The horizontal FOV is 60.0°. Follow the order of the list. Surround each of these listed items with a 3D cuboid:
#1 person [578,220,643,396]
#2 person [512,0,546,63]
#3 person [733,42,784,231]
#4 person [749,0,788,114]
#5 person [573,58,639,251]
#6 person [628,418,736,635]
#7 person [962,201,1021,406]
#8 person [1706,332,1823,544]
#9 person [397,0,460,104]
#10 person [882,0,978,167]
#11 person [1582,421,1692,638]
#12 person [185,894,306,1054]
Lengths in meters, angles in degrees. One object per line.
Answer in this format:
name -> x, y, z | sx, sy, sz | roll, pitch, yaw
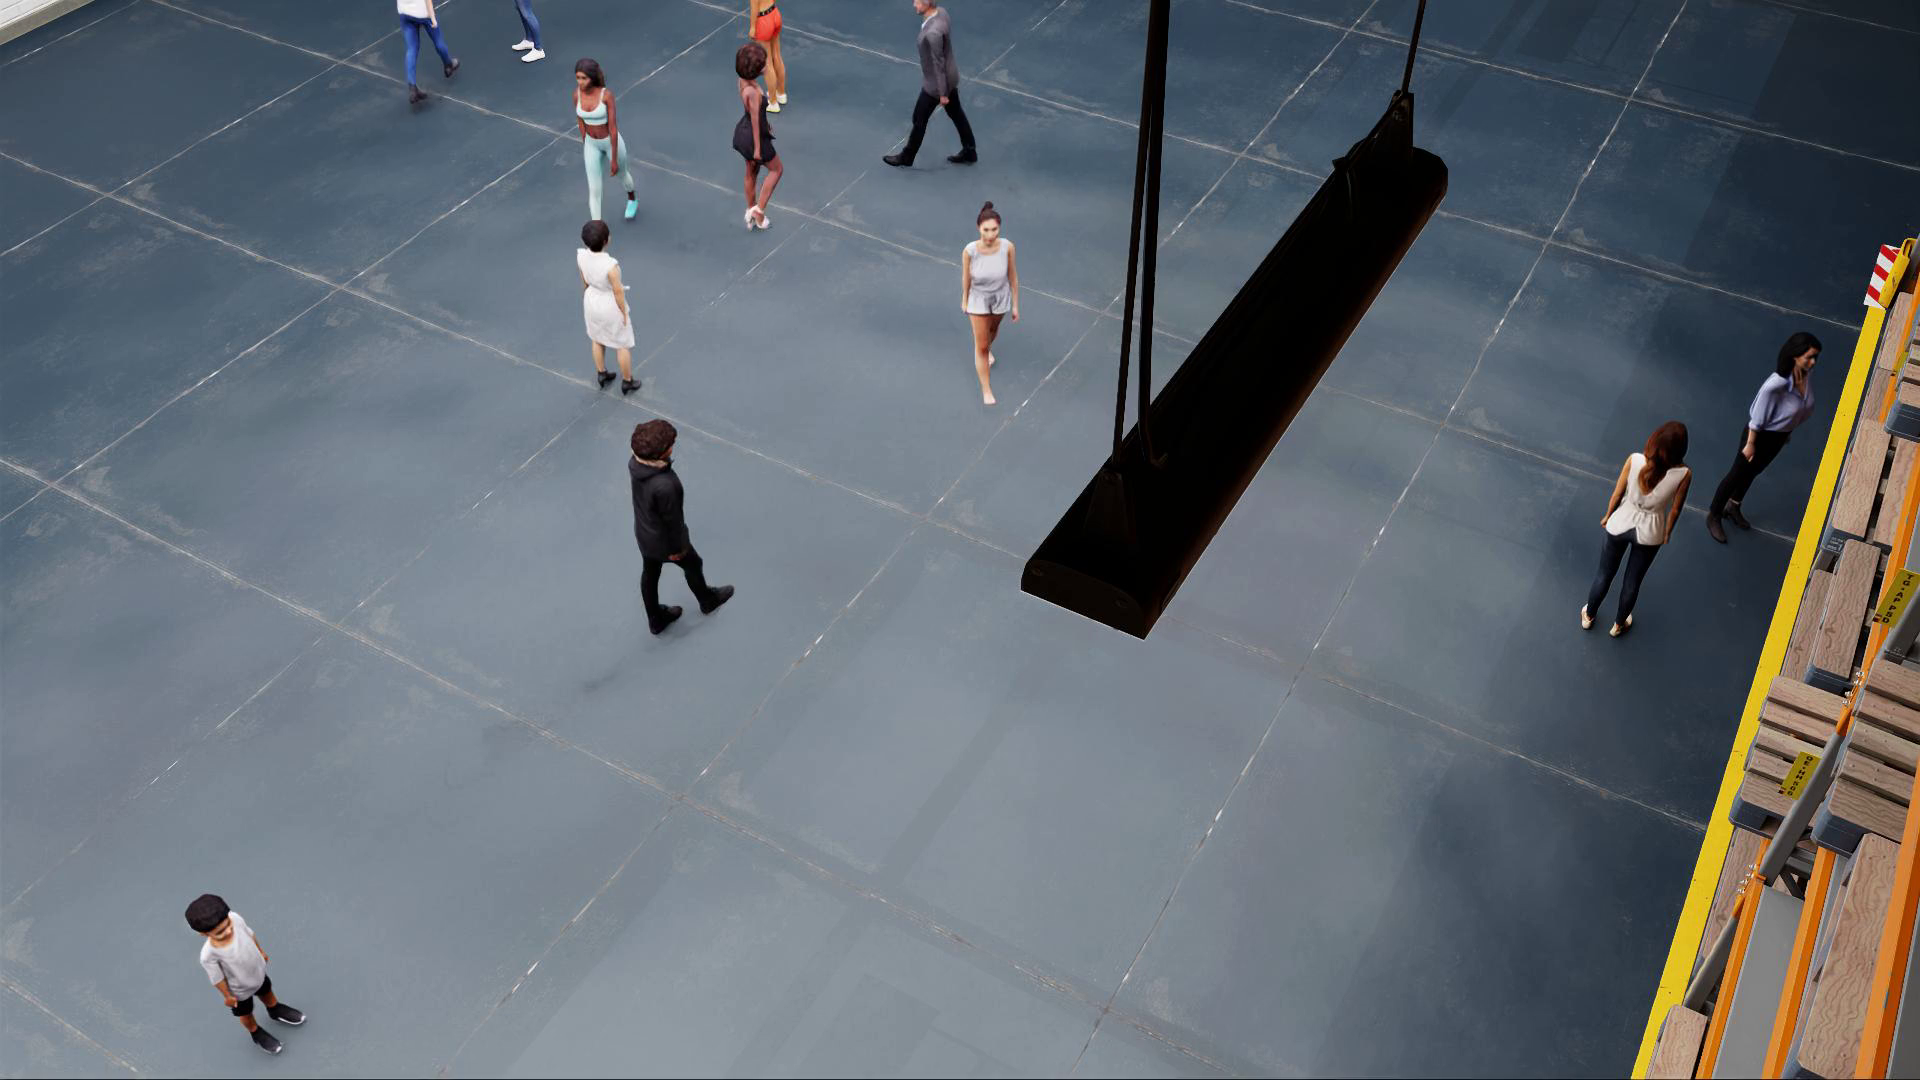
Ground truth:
person -> -2.769, -1.810, 12.999 | 0.584, 1.552, 0.535 | 18, 46, 18
person -> -4.534, -5.783, 17.048 | 0.701, 1.720, 0.692 | -21, 48, -21
person -> -1.887, -3.492, 14.604 | 0.763, 1.774, 0.697 | -17, 46, -17
person -> -1.898, -5.046, 16.224 | 0.644, 1.789, 0.468 | 20, 47, 20
person -> -3.087, -3.466, 14.644 | 0.817, 1.680, 1.188 | 8, 44, 8
person -> -2.039, -0.022, 10.979 | 0.758, 1.750, 0.948 | 34, 53, 31
person -> 0.223, -1.939, 13.129 | 1.008, 1.560, 1.087 | -9, 44, -9
person -> 5.679, -0.736, 11.734 | 0.667, 1.743, 0.791 | -22, 48, -21
person -> -5.399, -5.098, 16.392 | 0.871, 1.633, 1.231 | 8, 44, 9
person -> -0.124, -4.234, 15.364 | 1.161, 1.800, 1.226 | 3, 44, 3
person -> 4.466, -0.062, 10.996 | 0.577, 1.785, 0.505 | 21, 47, 21
person -> -3.868, 2.294, 8.905 | 0.579, 1.257, 0.468 | 14, 45, 14
